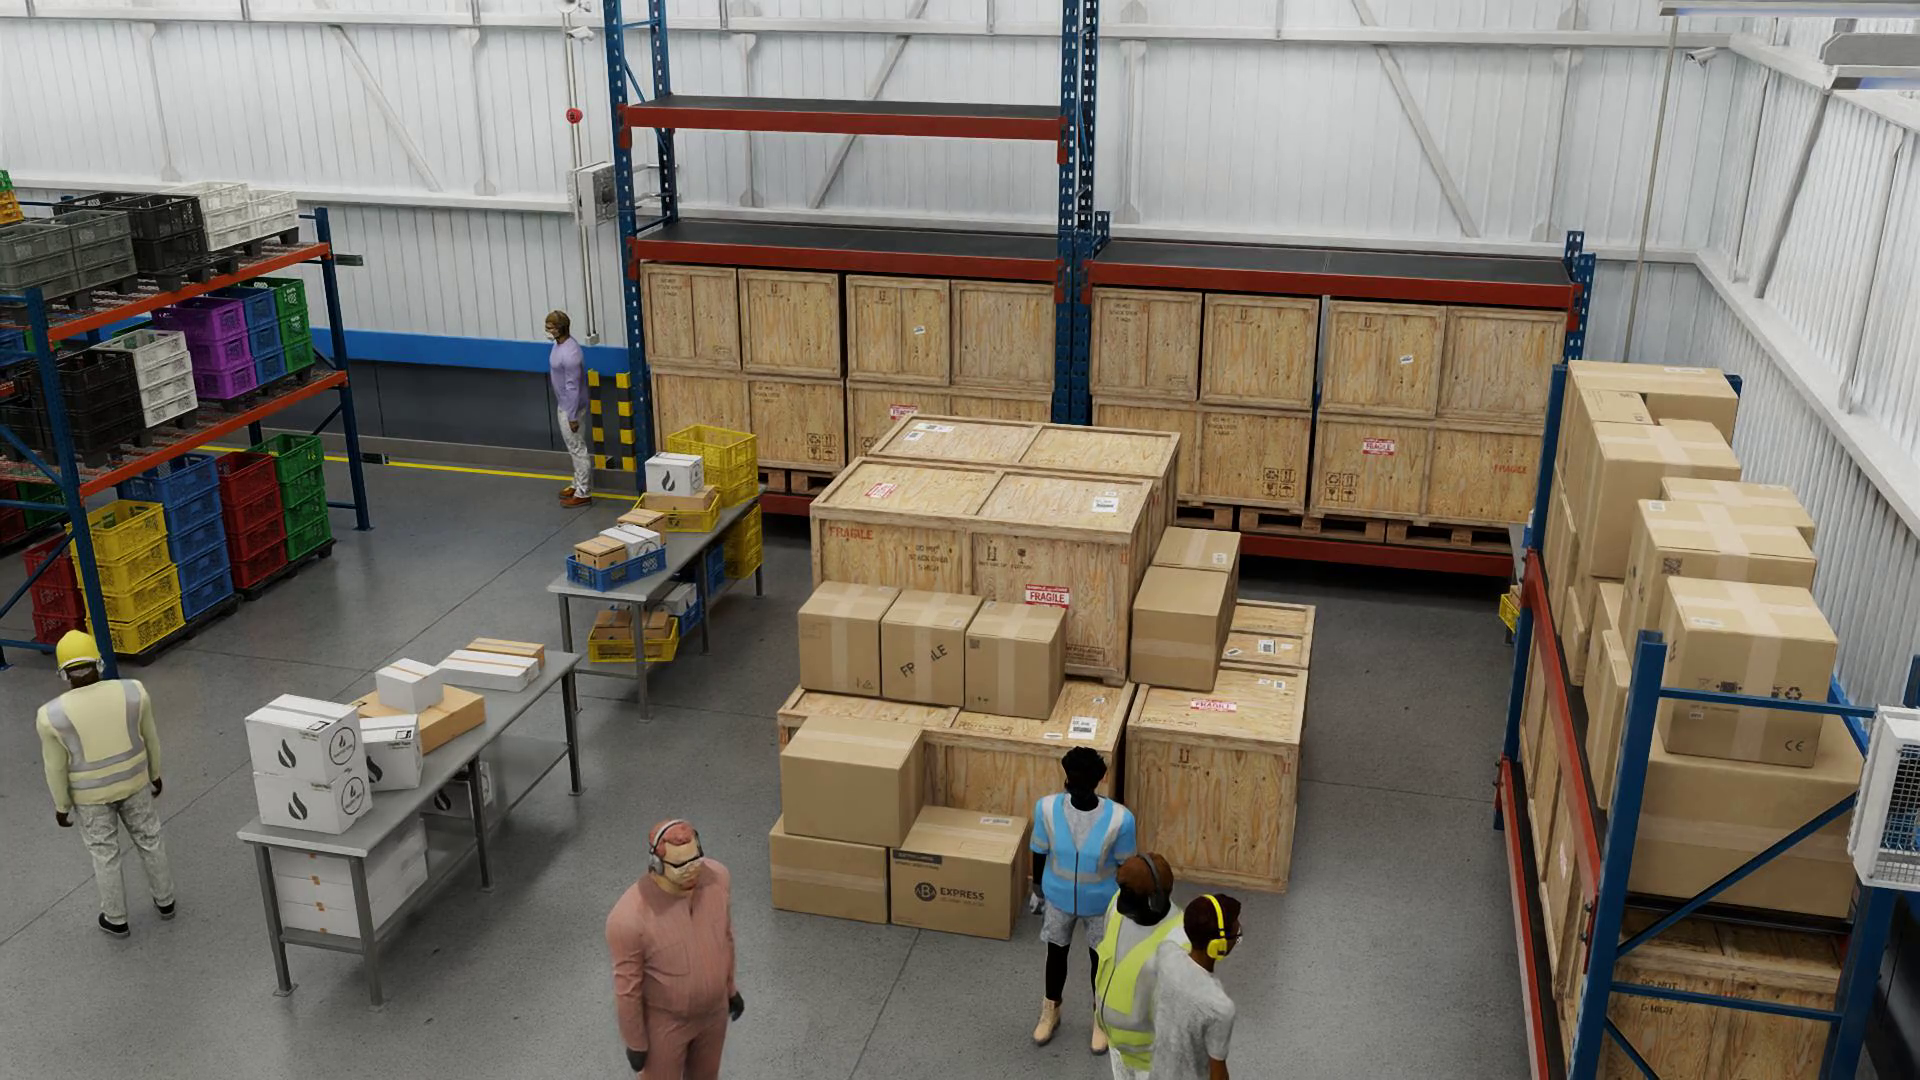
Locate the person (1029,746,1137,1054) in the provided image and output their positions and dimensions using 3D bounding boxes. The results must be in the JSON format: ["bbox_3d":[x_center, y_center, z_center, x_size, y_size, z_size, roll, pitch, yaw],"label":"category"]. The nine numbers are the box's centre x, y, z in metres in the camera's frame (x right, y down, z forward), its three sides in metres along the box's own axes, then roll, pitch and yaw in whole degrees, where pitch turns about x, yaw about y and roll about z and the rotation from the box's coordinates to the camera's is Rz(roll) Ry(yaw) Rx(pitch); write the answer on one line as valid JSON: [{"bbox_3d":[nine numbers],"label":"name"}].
[{"bbox_3d":[0.604,1.795,8.327,0.540,1.695,0.316,6,22,15],"label":"person"}]

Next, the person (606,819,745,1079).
[{"bbox_3d":[-1.203,2.072,7.312,0.399,1.909,0.642,18,27,38],"label":"person"}]

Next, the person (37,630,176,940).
[{"bbox_3d":[-4.761,1.363,9.287,0.589,1.821,0.404,-18,27,-39],"label":"person"}]

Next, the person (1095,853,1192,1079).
[{"bbox_3d":[0.795,2.158,7.197,0.431,1.835,0.623,-9,23,-23],"label":"person"}]

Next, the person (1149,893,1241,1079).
[{"bbox_3d":[0.941,2.282,6.854,0.366,1.852,0.534,-11,23,-26],"label":"person"}]

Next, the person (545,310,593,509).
[{"bbox_3d":[-3.760,-1.270,16.027,0.375,1.933,0.625,-8,22,-19],"label":"person"}]
